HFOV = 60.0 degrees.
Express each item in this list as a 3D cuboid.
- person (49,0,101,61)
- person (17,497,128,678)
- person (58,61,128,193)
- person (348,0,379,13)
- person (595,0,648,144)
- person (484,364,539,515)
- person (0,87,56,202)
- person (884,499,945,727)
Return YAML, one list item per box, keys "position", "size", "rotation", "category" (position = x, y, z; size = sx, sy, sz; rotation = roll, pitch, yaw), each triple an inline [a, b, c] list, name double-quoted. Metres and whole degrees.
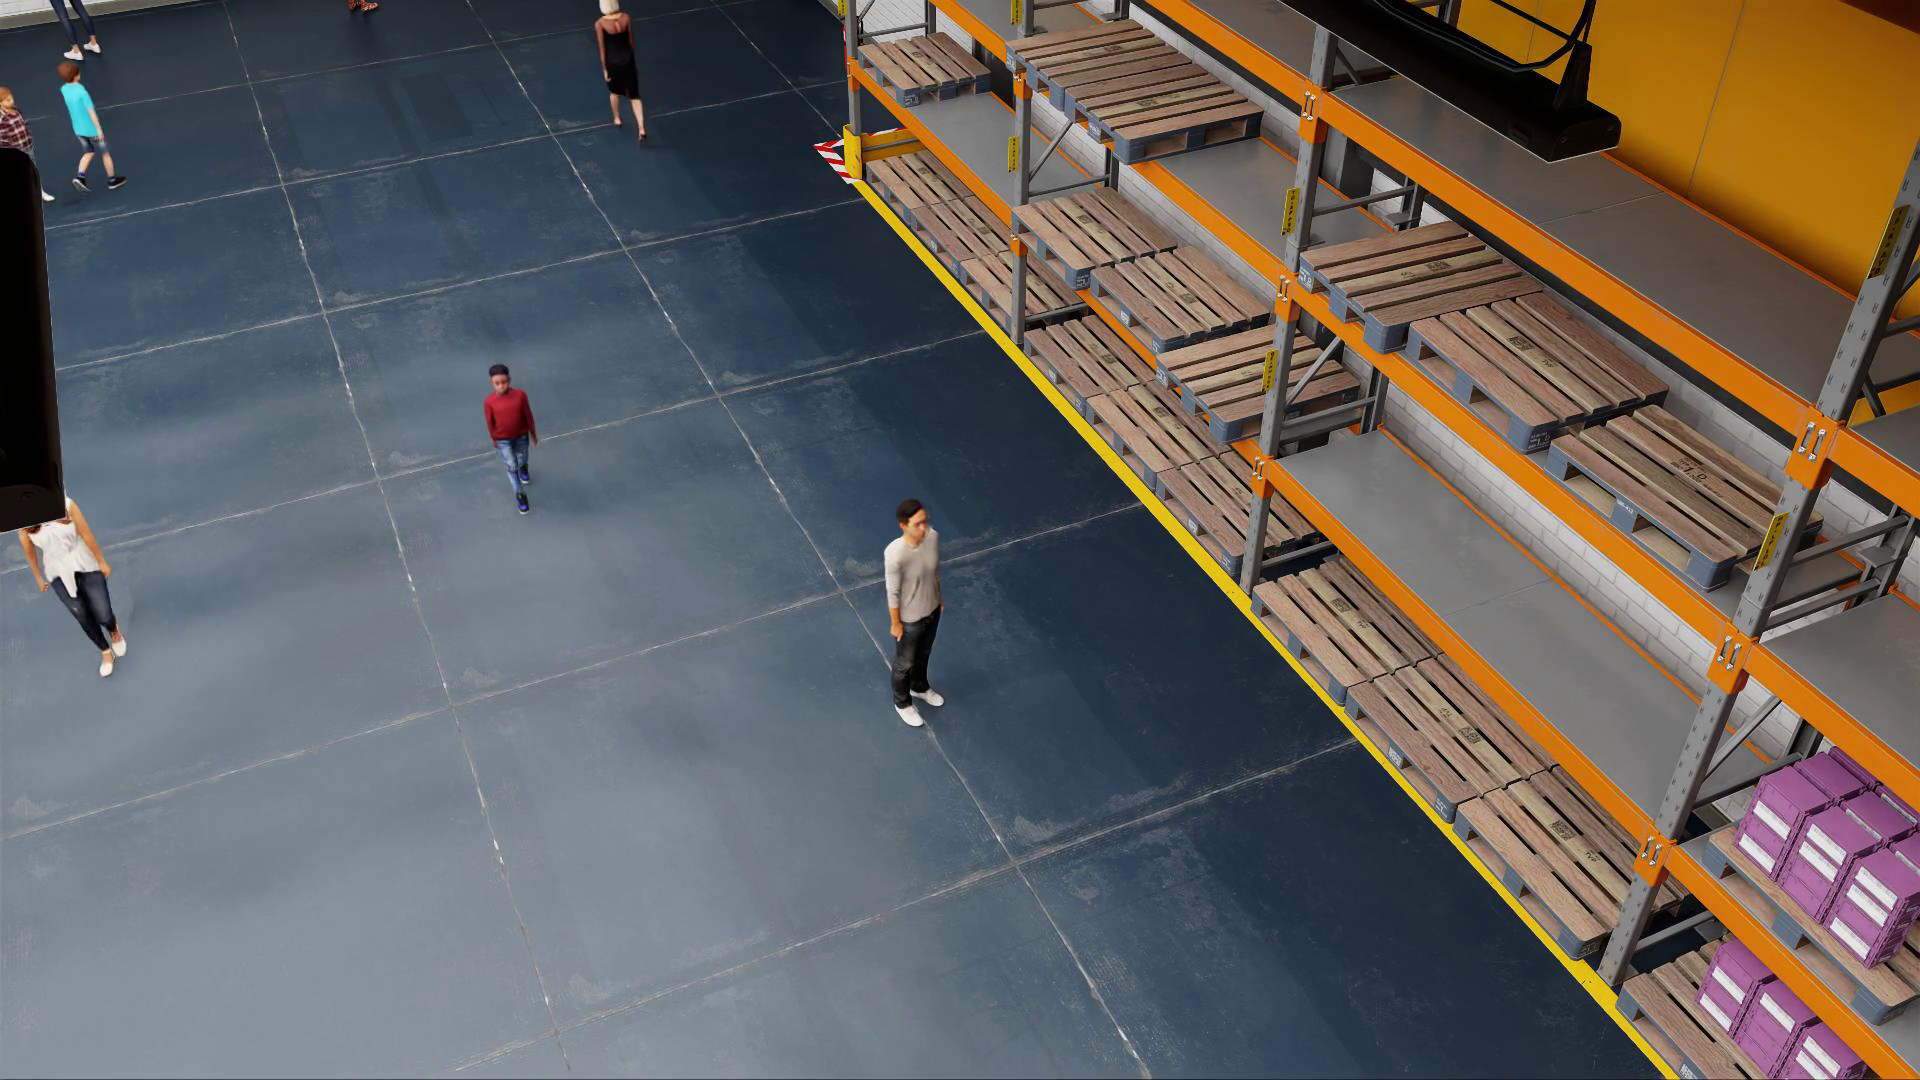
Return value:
- position: [-11.088, -6.850, 20.489]
  size: [0.679, 1.808, 0.645]
  rotation: [18, 42, 21]
  category: "person"
- position: [-6.241, 0.165, 11.731]
  size: [0.650, 1.776, 0.651]
  rotation: [-11, 40, -14]
  category: "person"
- position: [-9.337, -4.370, 17.683]
  size: [0.805, 1.435, 0.858]
  rotation: [14, 41, 17]
  category: "person"
- position: [-8.022, -7.775, 21.718]
  size: [0.651, 1.719, 0.727]
  rotation: [16, 41, 19]
  category: "person"
- position: [-3.753, -5.254, 18.569]
  size: [0.594, 1.710, 1.045]
  rotation: [-15, 41, -18]
  category: "person"
- position: [-3.645, -0.901, 13.500]
  size: [0.520, 1.233, 0.859]
  rotation: [-14, 41, -17]
  category: "person"
- position: [-9.982, -4.168, 17.543]
  size: [0.761, 1.293, 0.714]
  rotation: [6, 39, 8]
  category: "person"
- position: [-0.321, 0.462, 11.330]
  size: [0.708, 1.812, 0.726]
  rotation: [27, 46, 29]
  category: "person"
